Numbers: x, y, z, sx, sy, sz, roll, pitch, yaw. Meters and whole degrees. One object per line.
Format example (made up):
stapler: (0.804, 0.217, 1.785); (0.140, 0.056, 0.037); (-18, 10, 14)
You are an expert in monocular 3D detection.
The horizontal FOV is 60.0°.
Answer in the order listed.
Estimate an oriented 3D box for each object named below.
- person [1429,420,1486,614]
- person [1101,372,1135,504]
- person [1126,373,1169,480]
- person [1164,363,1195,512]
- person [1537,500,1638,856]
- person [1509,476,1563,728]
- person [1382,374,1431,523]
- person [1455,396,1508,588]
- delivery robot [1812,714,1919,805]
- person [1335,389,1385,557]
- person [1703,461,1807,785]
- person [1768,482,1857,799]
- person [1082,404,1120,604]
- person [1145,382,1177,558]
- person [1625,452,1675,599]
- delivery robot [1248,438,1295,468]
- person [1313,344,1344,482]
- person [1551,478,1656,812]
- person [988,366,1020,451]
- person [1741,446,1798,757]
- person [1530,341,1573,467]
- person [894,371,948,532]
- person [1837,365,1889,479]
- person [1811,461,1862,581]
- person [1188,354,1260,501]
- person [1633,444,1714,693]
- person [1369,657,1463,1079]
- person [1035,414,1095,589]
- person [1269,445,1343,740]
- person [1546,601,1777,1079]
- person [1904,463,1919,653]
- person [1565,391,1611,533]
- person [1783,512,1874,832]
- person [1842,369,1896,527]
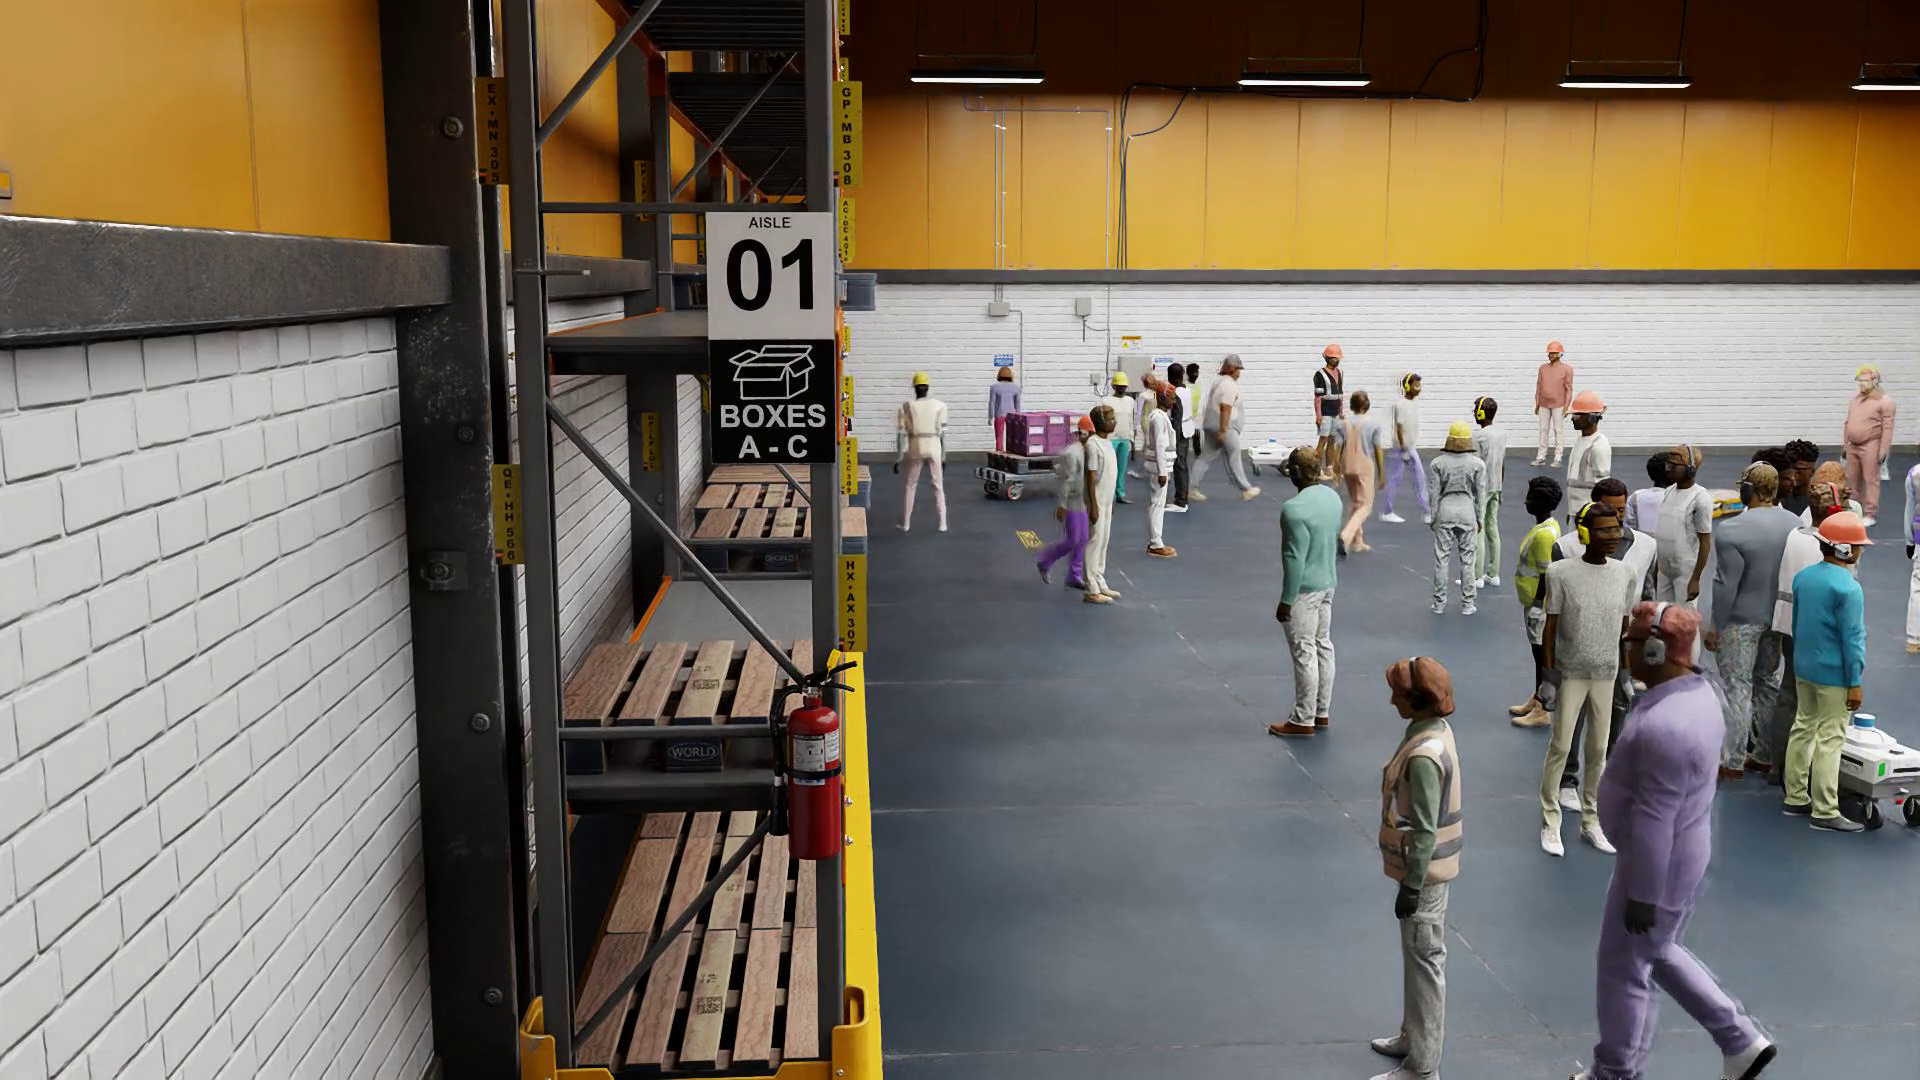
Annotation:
person: (4.446, -0.200, 14.904); (0.486, 1.744, 0.294); (3, 9, 16)
person: (2.092, -1.334, 21.953); (0.533, 1.767, 0.326); (-5, 10, -30)
person: (2.787, -1.660, 24.544); (0.529, 1.583, 0.881); (-9, 12, -43)
person: (2.813, -1.313, 21.364); (0.390, 1.914, 0.587); (3, 10, 18)
person: (3.284, 0.721, 8.707); (0.510, 1.877, 0.328); (-1, 9, -4)
person: (3.895, 0.414, 11.191); (0.319, 1.697, 0.532); (3, 9, 18)
person: (5.554, -1.094, 20.227); (0.532, 1.831, 0.884); (-9, 13, -44)
person: (5.102, -0.464, 16.202); (0.510, 1.862, 0.327); (-6, 11, -33)
delivery robot: (5.084, 1.226, 9.378); (0.477, 0.478, 0.707); (-2, 9, -11)
person: (4.258, -0.712, 17.883); (0.514, 1.826, 0.788); (8, 12, 42)
person: (4.719, 0.494, 9.934); (0.631, 1.940, 0.372); (-3, 10, -21)
person: (4.964, 0.578, 9.695); (0.376, 1.844, 0.572); (-2, 9, -11)
person: (1.310, -0.336, 15.431); (0.335, 1.846, 0.513); (4, 10, 22)
person: (2.176, -0.761, 17.977); (0.356, 1.887, 0.572); (1, 9, 4)
person: (5.337, 0.168, 12.731); (0.318, 1.700, 0.534); (-5, 11, -31)
delivery robot: (4.738, -1.302, 25.247); (0.707, 0.478, 0.477); (1, 9, 6)
person: (5.464, -1.872, 24.513); (0.601, 2.036, 0.395); (-8, 12, -41)
person: (3.623, 0.588, 9.446); (0.590, 1.910, 0.387); (0, 9, -3)
person: (0.687, -1.906, 25.991); (0.515, 1.621, 0.329); (-3, 10, -18)
person: (5.079, 0.386, 10.524); (0.367, 1.967, 0.606); (6, 11, 31)
person: (9.381, -2.147, 26.343); (0.377, 1.995, 0.608); (-8, 12, -40)
person: (-0.449, -1.048, 19.732); (0.620, 1.918, 0.399); (-1, 9, -6)
person: (13.493, -1.756, 24.842); (0.501, 1.689, 0.915); (-7, 11, -36)
person: (6.564, 0.213, 12.655); (0.500, 1.633, 0.279); (7, 11, 36)
person: (3.516, -1.530, 22.323); (1.048, 2.000, 0.718); (-2, 9, -13)
person: (5.112, 0.236, 11.848); (0.346, 1.846, 0.505); (-2, 9, -12)
person: (1.714, 1.235, 6.218); (0.308, 1.640, 0.516); (3, 9, 16)
person: (1.091, -0.359, 15.973); (0.595, 1.719, 0.578); (5, 10, 27)
person: (2.268, 0.341, 10.911); (0.374, 1.936, 0.627); (7, 11, 38)
person: (2.550, 1.158, 5.959); (0.684, 1.888, 0.674); (6, 11, 31)
person: (7.816, 0.031, 13.191); (0.428, 1.836, 0.623); (-7, 11, -36)
person: (5.356, -0.257, 14.320); (0.373, 2.043, 0.615); (0, 9, 1)
person: (4.786, 0.712, 9.141); (0.327, 1.752, 0.563); (-1, 9, -4)
person: (10.943, -1.115, 20.140); (0.402, 1.906, 0.649); (-3, 9, -17)
